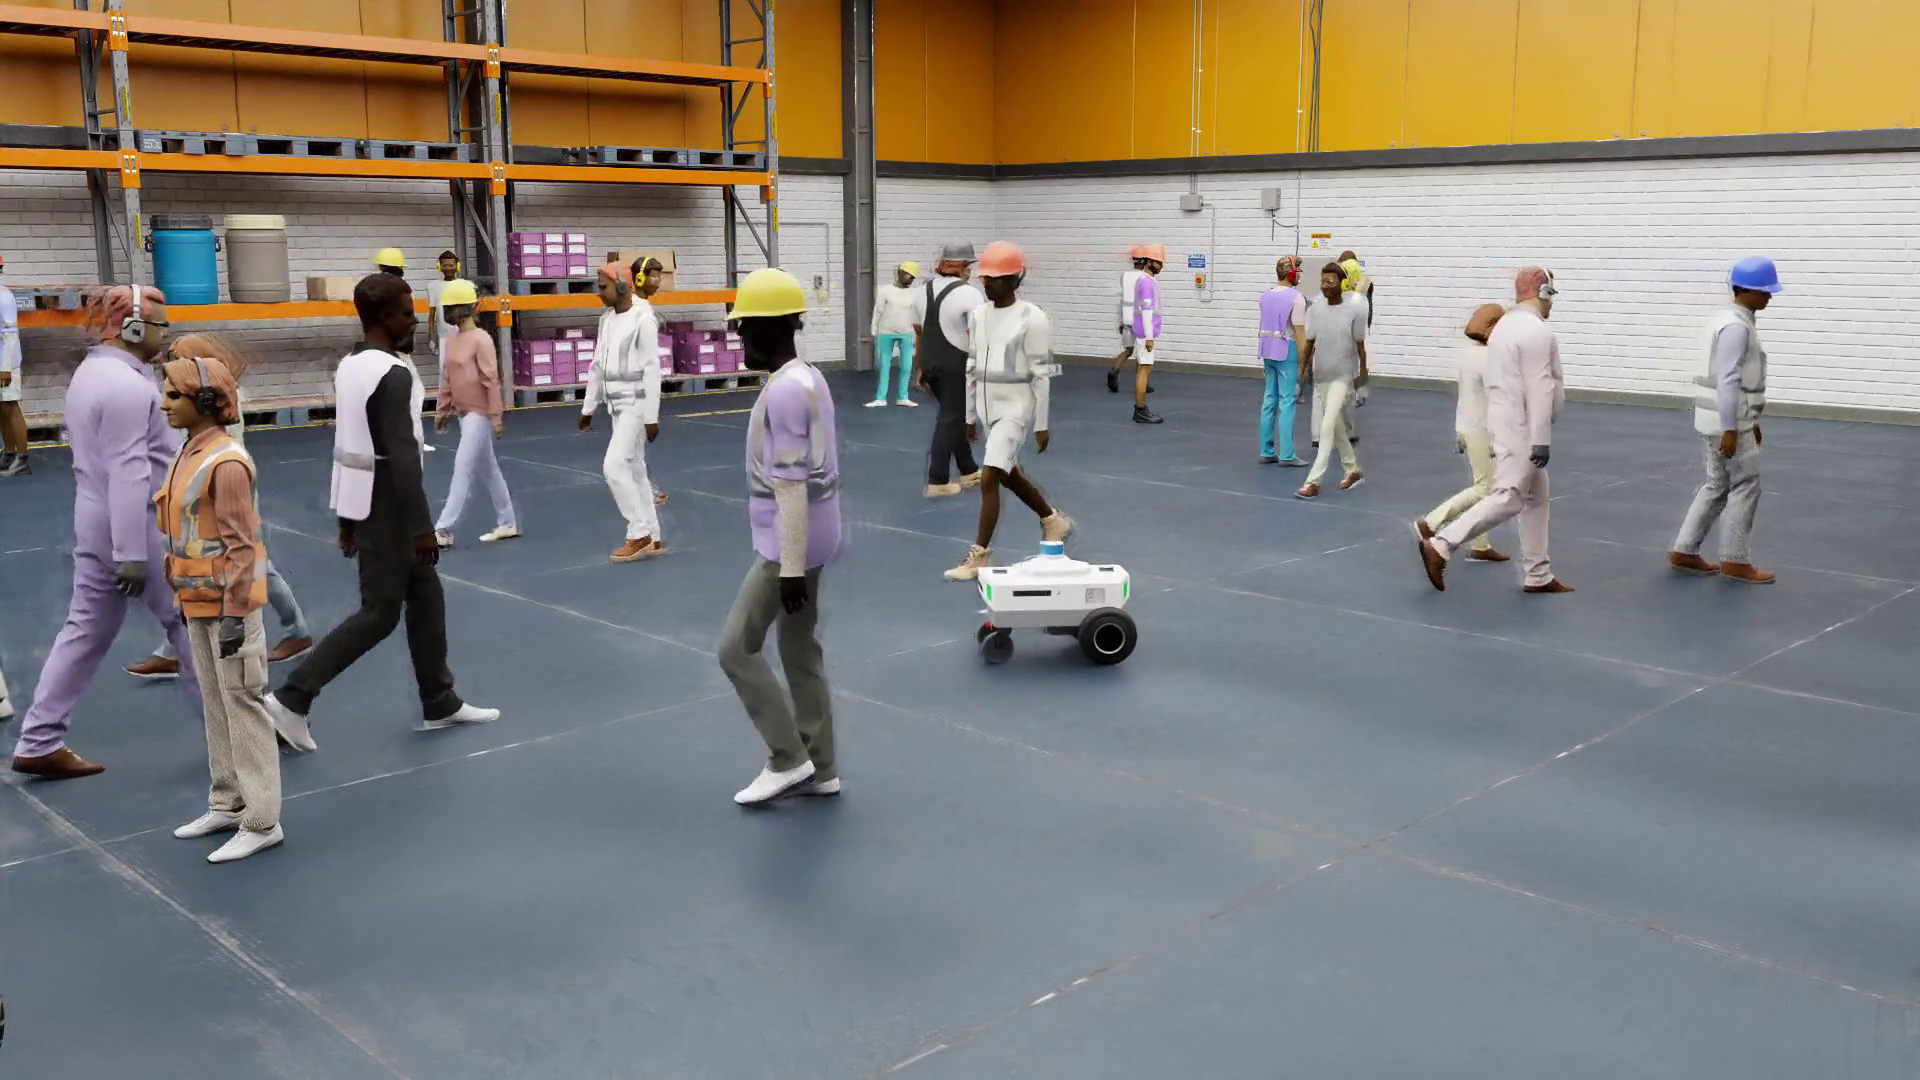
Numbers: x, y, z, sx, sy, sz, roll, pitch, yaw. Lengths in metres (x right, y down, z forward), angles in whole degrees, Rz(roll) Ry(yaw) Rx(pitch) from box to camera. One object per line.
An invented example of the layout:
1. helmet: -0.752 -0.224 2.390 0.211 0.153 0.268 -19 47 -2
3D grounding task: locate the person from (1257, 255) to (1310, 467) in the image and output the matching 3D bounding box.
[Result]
1. person: 2.822 -1.558 14.569 0.385 1.845 0.569 -6 12 -29

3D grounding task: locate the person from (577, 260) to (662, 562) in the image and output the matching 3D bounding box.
1. person: -2.119 -0.795 10.349 0.574 1.864 0.581 -7 13 -35

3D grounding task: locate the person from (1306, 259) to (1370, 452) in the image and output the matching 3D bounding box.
1. person: 3.562 -1.731 15.651 0.718 1.782 0.838 8 13 36

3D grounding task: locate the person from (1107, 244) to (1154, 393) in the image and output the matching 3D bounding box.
1. person: 2.203 -2.794 21.132 0.553 1.915 0.746 10 14 42

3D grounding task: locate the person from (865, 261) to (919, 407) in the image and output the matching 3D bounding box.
1. person: -0.797 -2.406 19.536 0.678 1.721 0.317 -2 11 -12

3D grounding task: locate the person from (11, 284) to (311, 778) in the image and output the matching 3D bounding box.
1. person: -3.110 -0.030 6.266 1.036 1.849 0.651 -8 13 -39

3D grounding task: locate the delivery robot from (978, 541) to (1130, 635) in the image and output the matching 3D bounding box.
1. delivery robot: 0.444 0.248 7.992 0.707 0.478 0.477 -1 10 -5

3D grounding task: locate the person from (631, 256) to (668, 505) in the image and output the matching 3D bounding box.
1. person: -2.388 -1.204 12.596 0.334 1.863 0.518 -1 10 -3

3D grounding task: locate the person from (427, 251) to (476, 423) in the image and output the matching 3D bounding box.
1. person: -5.478 -2.185 17.967 0.512 1.860 0.318 -2 11 -13

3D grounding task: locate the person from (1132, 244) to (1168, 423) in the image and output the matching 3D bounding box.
1. person: 2.053 -2.228 18.005 0.374 1.928 0.543 1 10 3

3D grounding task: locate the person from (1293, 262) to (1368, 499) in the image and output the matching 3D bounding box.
1. person: 2.908 -1.258 13.037 0.533 1.821 0.999 10 14 43

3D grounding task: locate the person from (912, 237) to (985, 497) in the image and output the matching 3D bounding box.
1. person: 0.056 -1.376 13.046 0.922 2.000 0.695 -9 14 -40

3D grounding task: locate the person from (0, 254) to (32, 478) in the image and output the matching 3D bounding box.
1. person: -8.087 -1.493 13.968 0.543 1.939 0.355 10 14 42

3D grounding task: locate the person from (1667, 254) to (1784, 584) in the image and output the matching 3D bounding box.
1. person: 4.500 -0.685 9.625 0.496 1.914 0.636 3 11 17

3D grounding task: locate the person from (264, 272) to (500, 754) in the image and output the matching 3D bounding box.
1. person: -2.334 -0.107 6.568 0.882 1.889 0.592 -6 12 -30

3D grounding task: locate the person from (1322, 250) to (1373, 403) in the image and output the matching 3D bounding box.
1. person: 4.630 -2.552 20.004 0.633 1.841 0.429 0 10 -1

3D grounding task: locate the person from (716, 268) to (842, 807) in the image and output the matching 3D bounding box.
1. person: -0.660 0.007 5.862 0.514 1.905 0.607 0 10 1

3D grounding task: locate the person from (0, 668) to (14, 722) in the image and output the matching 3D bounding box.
1. person: -4.300 0.026 6.610 0.874 1.593 0.527 -6 12 -30

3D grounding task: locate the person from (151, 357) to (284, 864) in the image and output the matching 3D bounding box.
1. person: -2.422 0.221 5.435 0.308 1.641 0.516 -9 14 -41

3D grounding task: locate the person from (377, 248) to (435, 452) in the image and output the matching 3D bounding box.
1. person: -5.201 -1.734 15.377 0.591 1.904 0.674 7 12 33

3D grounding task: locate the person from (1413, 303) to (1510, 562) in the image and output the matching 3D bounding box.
1. person: 3.125 -0.644 10.201 0.565 1.613 0.507 0 10 0

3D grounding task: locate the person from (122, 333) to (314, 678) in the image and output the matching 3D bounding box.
1. person: -3.421 -0.160 7.646 0.537 1.580 0.863 9 14 40

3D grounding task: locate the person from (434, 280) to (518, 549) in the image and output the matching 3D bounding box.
1. person: -3.255 -0.800 10.765 0.875 1.727 0.546 -9 14 -40

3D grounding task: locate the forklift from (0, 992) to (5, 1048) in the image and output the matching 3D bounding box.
1. forklift: -3.245 0.323 3.363 2.313 2.155 1.214 2 11 13

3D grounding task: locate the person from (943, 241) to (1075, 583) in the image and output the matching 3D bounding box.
1. person: 0.326 -0.778 9.931 1.021 2.002 0.621 -9 14 -40

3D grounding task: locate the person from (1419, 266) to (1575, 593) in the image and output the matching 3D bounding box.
1. person: 3.063 -0.605 9.381 0.855 1.869 0.667 1 10 3
